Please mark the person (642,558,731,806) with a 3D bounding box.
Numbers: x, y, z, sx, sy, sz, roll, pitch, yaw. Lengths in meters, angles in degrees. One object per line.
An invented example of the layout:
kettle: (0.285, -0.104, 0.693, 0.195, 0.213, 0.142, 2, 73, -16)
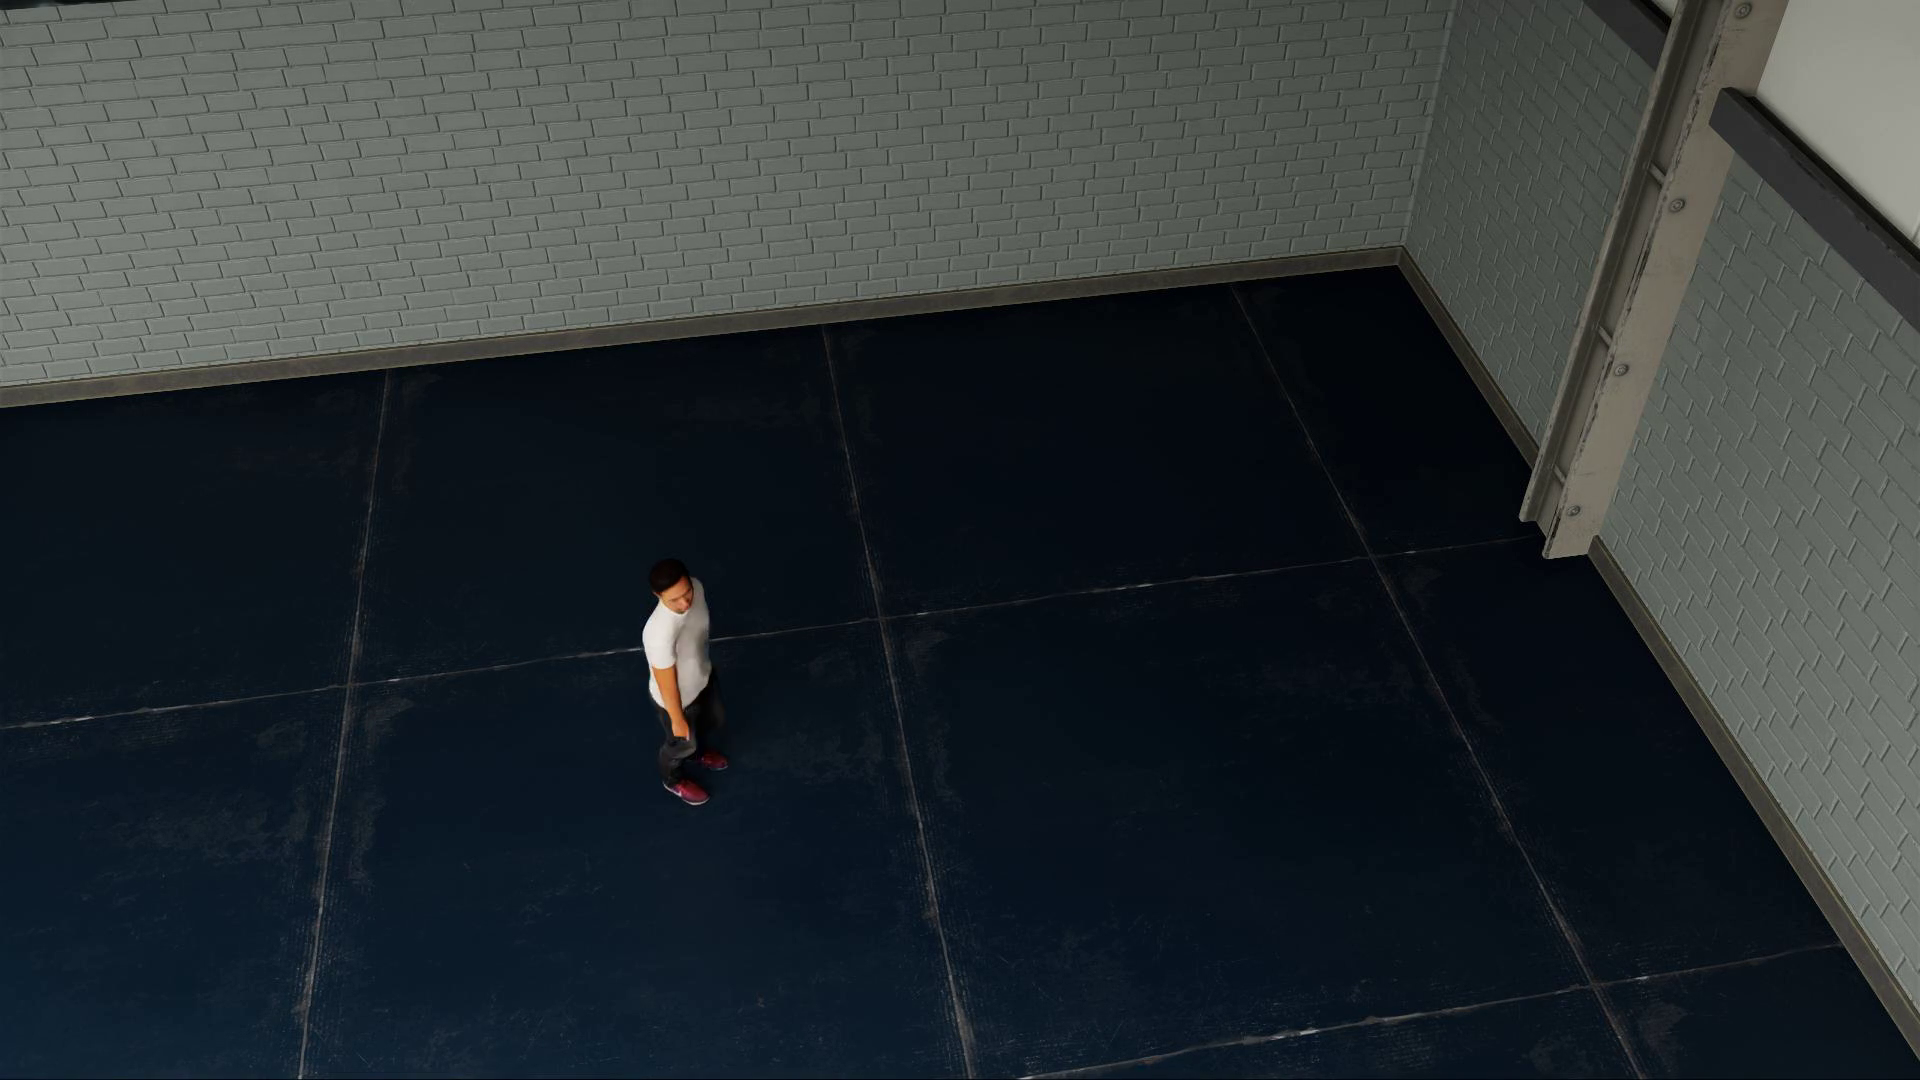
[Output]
person: (-1.411, 0.671, 8.152, 0.850, 1.767, 0.745, 4, 43, 4)
